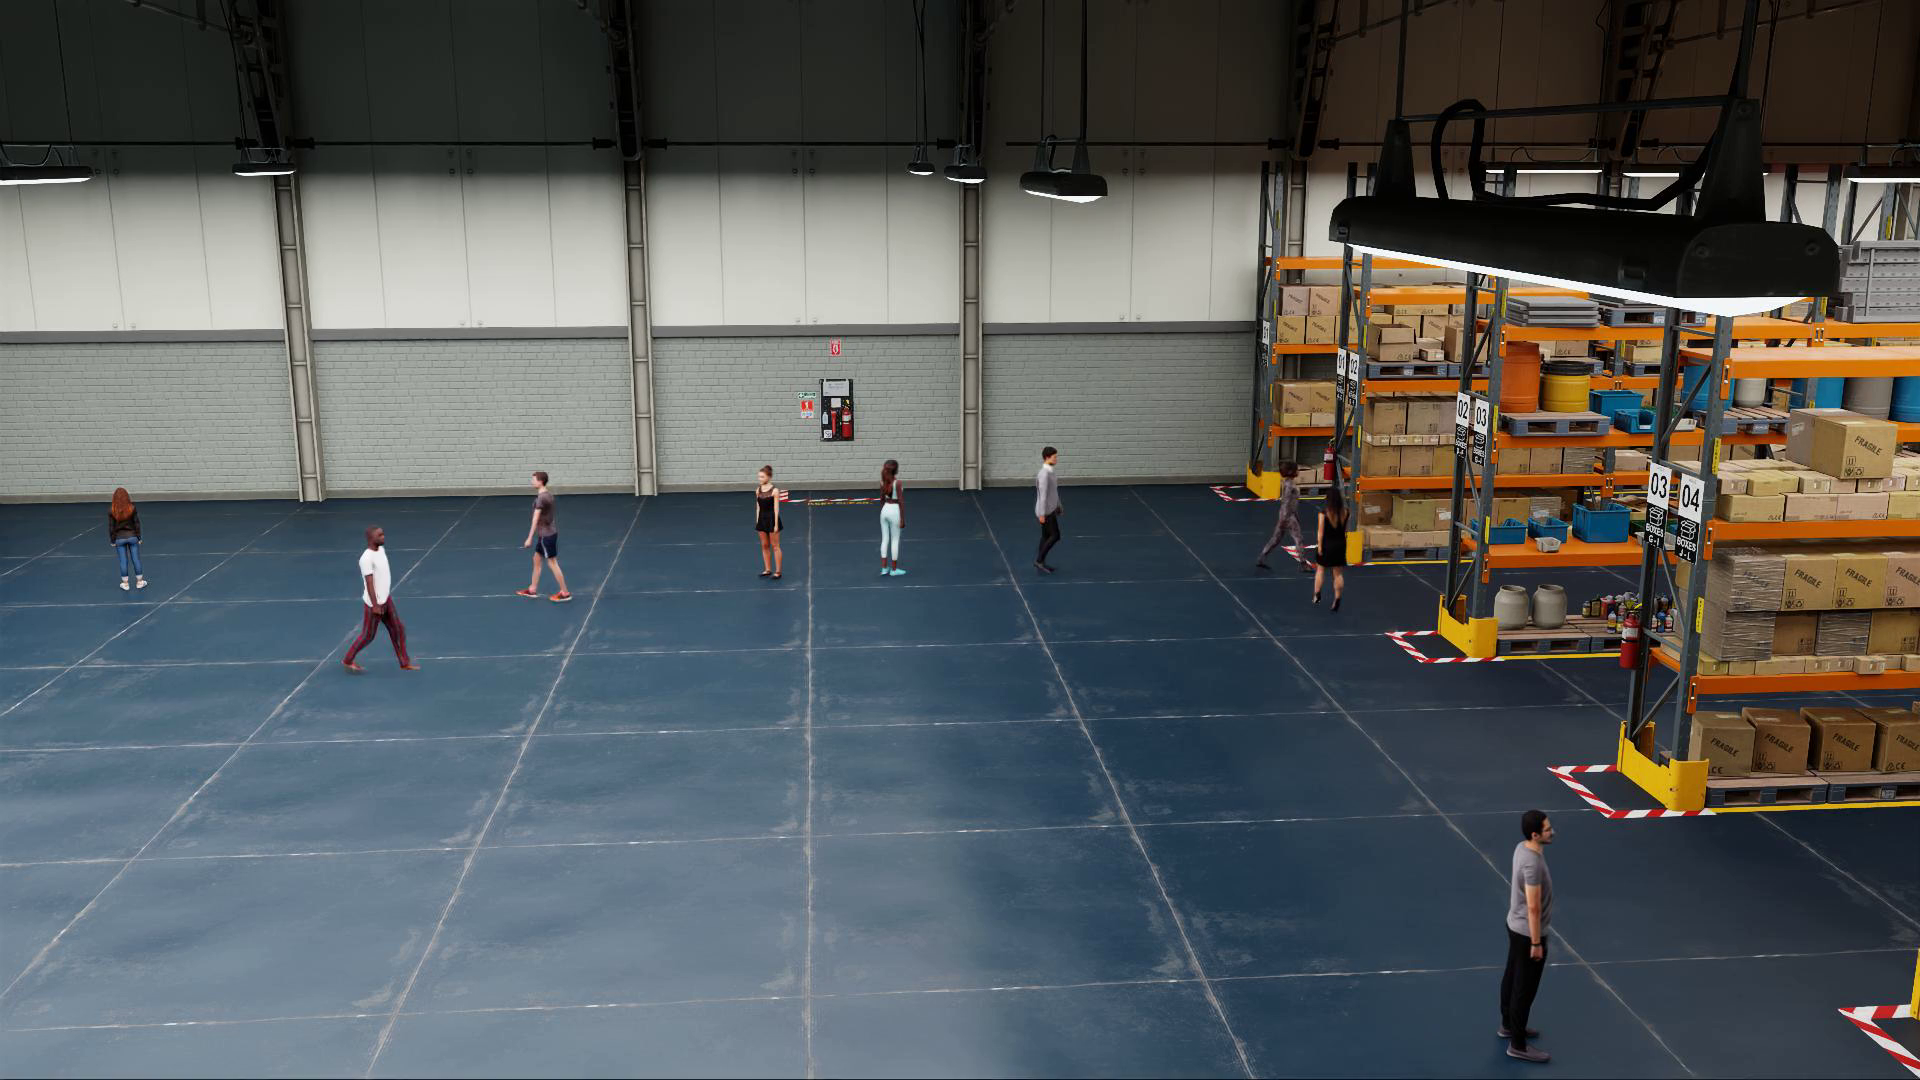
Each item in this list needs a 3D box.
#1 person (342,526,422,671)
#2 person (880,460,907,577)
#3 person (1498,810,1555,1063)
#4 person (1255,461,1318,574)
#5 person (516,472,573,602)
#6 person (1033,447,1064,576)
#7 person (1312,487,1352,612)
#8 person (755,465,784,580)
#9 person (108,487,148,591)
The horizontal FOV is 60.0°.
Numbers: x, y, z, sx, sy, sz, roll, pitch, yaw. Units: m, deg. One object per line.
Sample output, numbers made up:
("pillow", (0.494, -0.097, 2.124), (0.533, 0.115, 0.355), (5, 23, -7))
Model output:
("person", (-7.066, 0.740, 19.892), (1.227, 1.791, 0.831), (1, 13, 6))
("person", (-1.024, -0.343, 24.714), (0.650, 1.725, 0.714), (10, 16, 37))
("person", (3.928, 2.697, 11.521), (0.614, 1.755, 0.660), (2, 13, 7))
("person", (4.767, -0.307, 24.684), (1.213, 1.669, 0.817), (3, 13, 11))
("person", (-5.663, -0.027, 23.141), (1.016, 1.819, 0.699), (-1, 13, -4))
("person", (1.204, -0.444, 24.745), (0.732, 1.908, 0.791), (2, 13, 9))
("person", (5.116, 0.158, 22.616), (0.749, 1.695, 0.741), (-3, 13, -11))
("person", (-2.808, -0.269, 24.493), (0.673, 1.680, 0.751), (8, 15, 32))
("person", (-11.988, -0.031, 23.905), (0.567, 1.482, 0.694), (-7, 15, -28))
